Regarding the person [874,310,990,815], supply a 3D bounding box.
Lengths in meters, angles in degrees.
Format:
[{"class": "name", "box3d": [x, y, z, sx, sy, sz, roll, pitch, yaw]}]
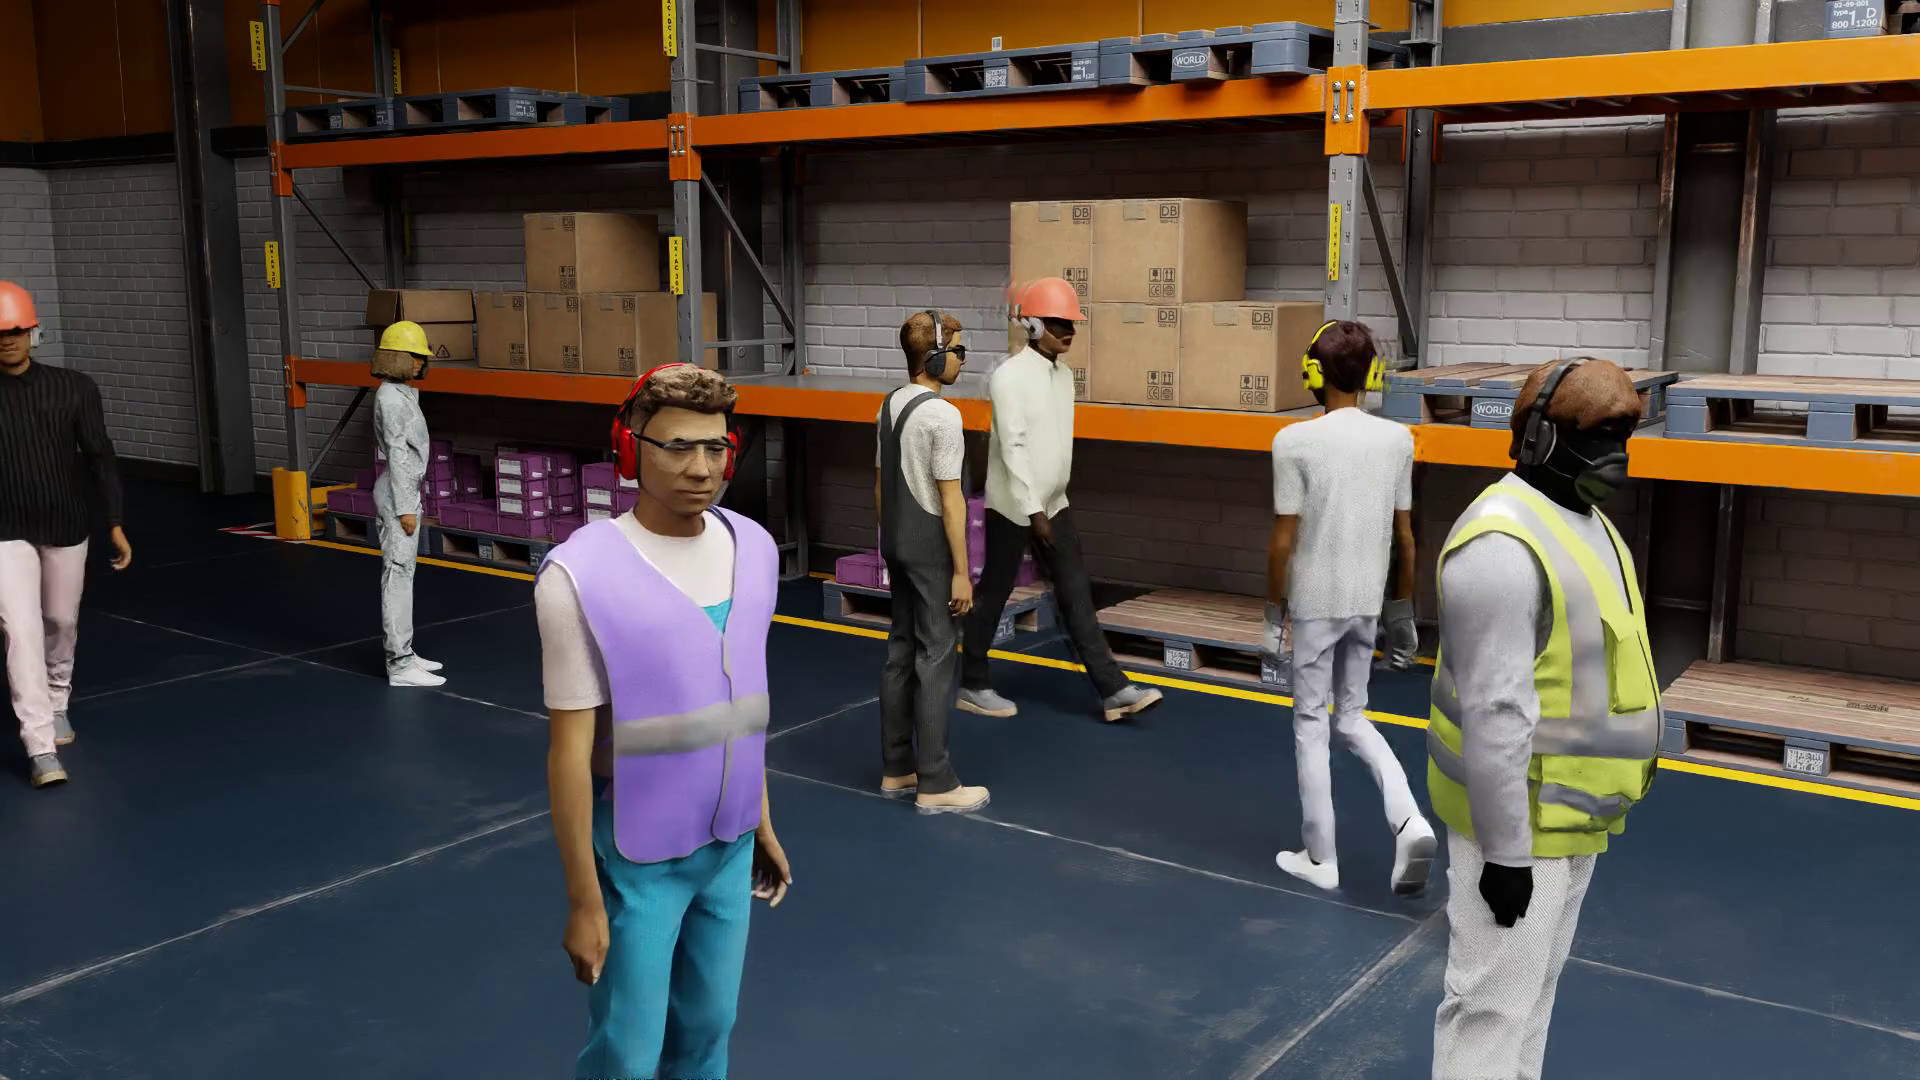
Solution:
[{"class": "person", "box3d": [-0.120, 0.082, 6.131, 0.330, 1.844, 0.519, -6, 11, -32]}]

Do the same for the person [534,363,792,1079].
[{"class": "person", "box3d": [-0.549, 0.587, 3.133, 0.387, 1.841, 0.565, 6, 11, 32]}]

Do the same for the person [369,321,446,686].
[{"class": "person", "box3d": [-2.649, -0.175, 7.984, 0.313, 1.738, 0.483, -3, 10, -16]}]

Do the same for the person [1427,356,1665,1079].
[{"class": "person", "box3d": [1.168, 0.554, 3.343, 0.430, 1.840, 0.623, 7, 12, 34]}]

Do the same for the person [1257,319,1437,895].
[{"class": "person", "box3d": [1.223, 0.242, 5.202, 0.505, 1.847, 0.588, -4, 10, -21]}]

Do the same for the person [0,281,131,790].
[{"class": "person", "box3d": [-3.702, -0.050, 6.648, 0.621, 1.949, 1.021, -7, 12, -37]}]

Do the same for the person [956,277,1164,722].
[{"class": "person", "box3d": [0.398, -0.144, 7.179, 1.038, 1.939, 0.628, 7, 12, 38]}]
